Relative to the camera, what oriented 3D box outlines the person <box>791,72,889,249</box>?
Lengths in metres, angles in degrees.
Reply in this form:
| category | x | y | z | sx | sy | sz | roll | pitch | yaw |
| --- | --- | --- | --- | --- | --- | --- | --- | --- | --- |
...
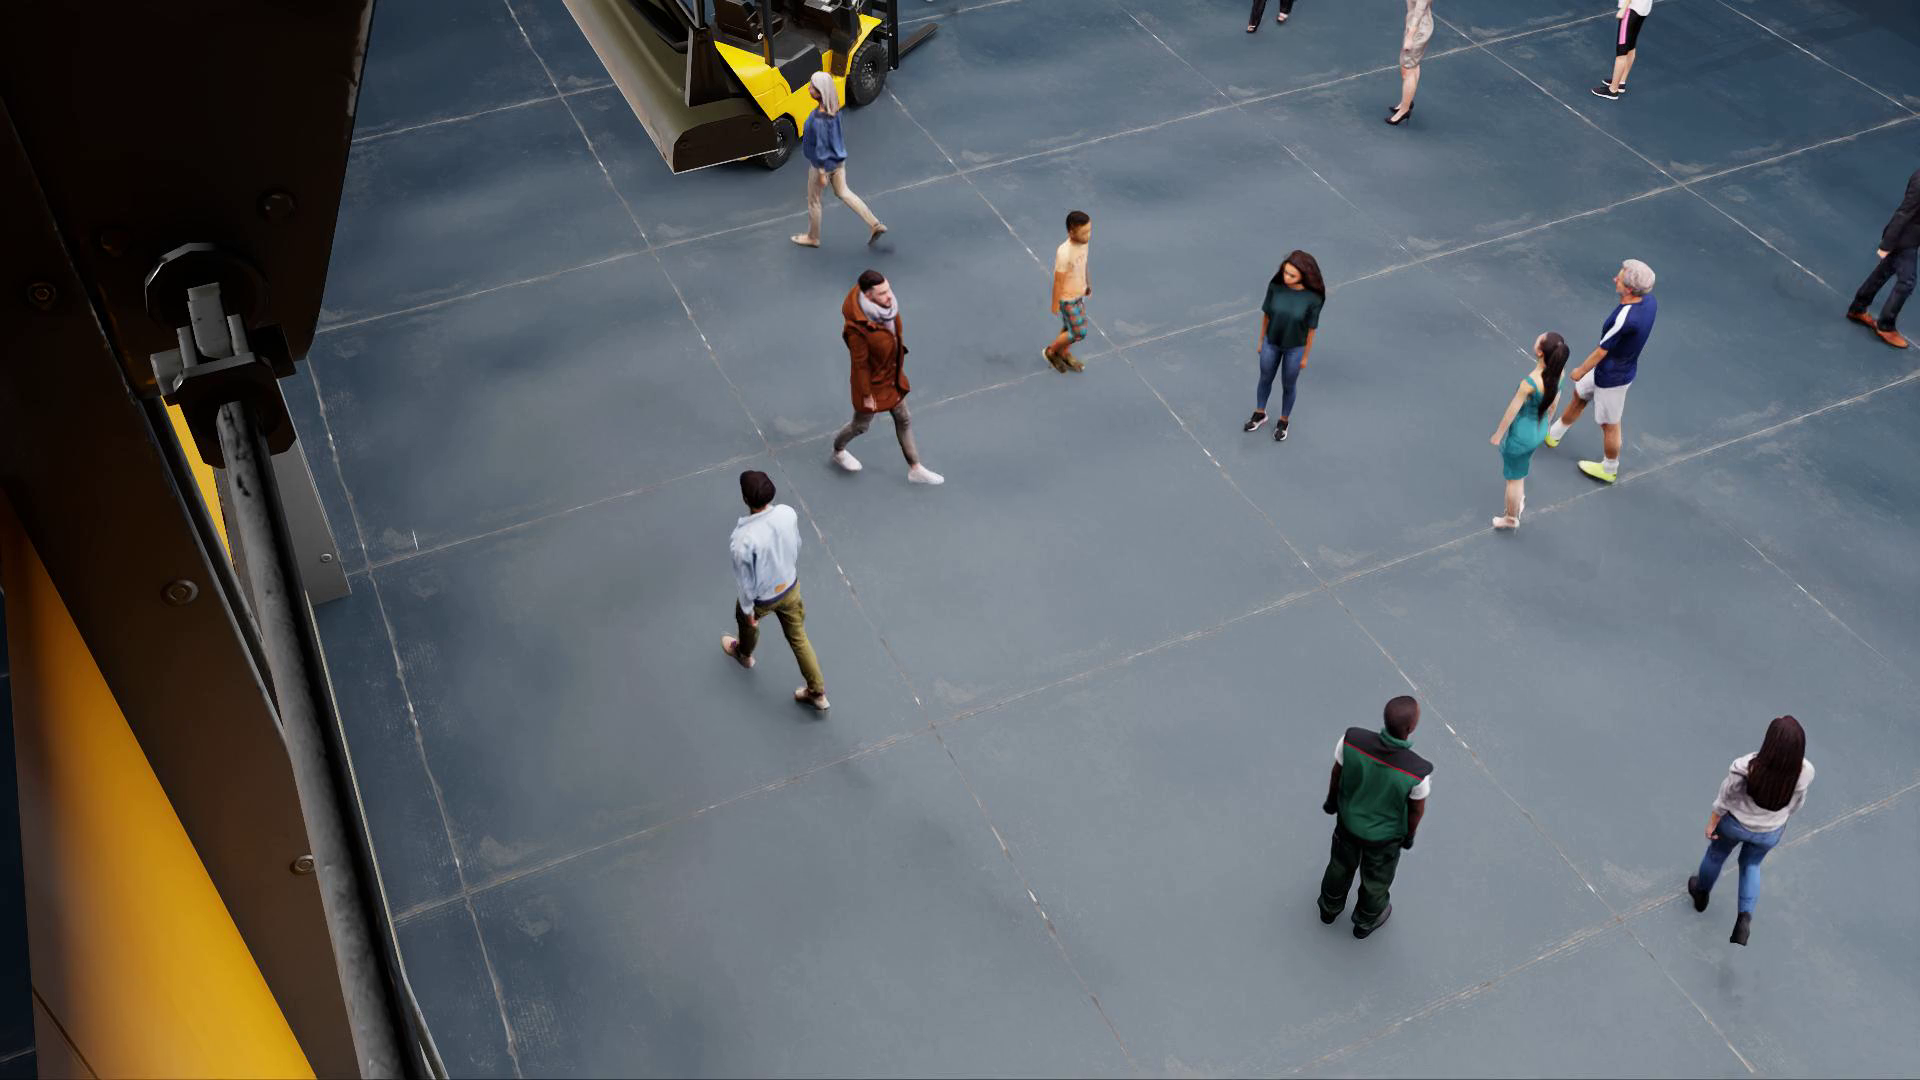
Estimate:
| category | x | y | z | sx | sy | sz | roll | pitch | yaw |
| --- | --- | --- | --- | --- | --- | --- | --- | --- | --- |
| person | -1.036 | -3.167 | 14.031 | 1.119 | 1.674 | 1.066 | 13 | 45 | 13 |

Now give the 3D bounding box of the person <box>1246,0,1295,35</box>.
| category | x | y | z | sx | sy | sz | roll | pitch | yaw |
| --- | --- | --- | --- | --- | --- | --- | --- | --- | --- |
| person | 3.353 | -6.053 | 17.100 | 1.058 | 1.619 | 1.068 | 17 | 46 | 17 |

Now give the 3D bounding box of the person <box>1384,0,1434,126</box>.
| category | x | y | z | sx | sy | sz | roll | pitch | yaw |
| --- | --- | --- | --- | --- | --- | --- | --- | --- | --- |
| person | 4.298 | -4.755 | 15.646 | 0.701 | 1.745 | 0.655 | 17 | 46 | 17 |

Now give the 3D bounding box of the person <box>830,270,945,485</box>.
| category | x | y | z | sx | sy | sz | roll | pitch | yaw |
| --- | --- | --- | --- | --- | --- | --- | --- | --- | --- |
| person | -0.671 | -1.143 | 11.819 | 1.262 | 1.794 | 1.137 | 20 | 47 | 19 |

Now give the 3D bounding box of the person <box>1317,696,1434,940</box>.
| category | x | y | z | sx | sy | sz | roll | pitch | yaw |
| --- | --- | --- | --- | --- | --- | --- | --- | --- | --- |
| person | 2.228 | 1.513 | 8.999 | 0.728 | 1.839 | 0.844 | 27 | 50 | 25 |

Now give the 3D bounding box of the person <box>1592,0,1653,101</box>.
| category | x | y | z | sx | sy | sz | roll | pitch | yaw |
| --- | --- | --- | --- | --- | --- | --- | --- | --- | --- |
| person | 6.503 | -5.113 | 15.991 | 0.646 | 1.788 | 0.670 | 33 | 53 | 30 |

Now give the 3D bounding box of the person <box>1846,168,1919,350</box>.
| category | x | y | z | sx | sy | sz | roll | pitch | yaw |
| --- | --- | --- | --- | --- | --- | --- | --- | --- | --- |
| person | 7.458 | -2.455 | 13.203 | 0.836 | 1.785 | 0.906 | -30 | 51 | -28 |

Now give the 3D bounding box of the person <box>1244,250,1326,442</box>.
| category | x | y | z | sx | sy | sz | roll | pitch | yaw |
| --- | --- | --- | --- | --- | --- | --- | --- | --- | --- |
| person | 2.404 | -1.454 | 12.274 | 0.692 | 1.616 | 0.771 | 22 | 48 | 22 |

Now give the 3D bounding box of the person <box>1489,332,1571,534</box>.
| category | x | y | z | sx | sy | sz | roll | pitch | yaw |
| --- | --- | --- | --- | --- | --- | --- | --- | --- | --- |
| person | 3.949 | -0.681 | 11.420 | 0.626 | 1.676 | 0.636 | -29 | 51 | -27 |

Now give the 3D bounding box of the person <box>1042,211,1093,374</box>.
| category | x | y | z | sx | sy | sz | roll | pitch | yaw |
| --- | --- | --- | --- | --- | --- | --- | --- | --- | --- |
| person | 0.789 | -1.924 | 12.888 | 0.738 | 1.451 | 0.682 | 19 | 47 | 19 |

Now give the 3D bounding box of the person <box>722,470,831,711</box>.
| category | x | y | z | sx | sy | sz | roll | pitch | yaw |
| --- | --- | --- | --- | --- | --- | --- | --- | --- | --- |
| person | -1.110 | 0.356 | 10.265 | 1.285 | 1.768 | 0.972 | 34 | 53 | 30 |

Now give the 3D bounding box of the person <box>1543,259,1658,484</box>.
| category | x | y | z | sx | sy | sz | roll | pitch | yaw |
| --- | --- | --- | --- | --- | --- | --- | --- | --- | --- |
| person | 4.724 | -1.146 | 11.813 | 1.101 | 1.807 | 0.947 | 23 | 48 | 23 |

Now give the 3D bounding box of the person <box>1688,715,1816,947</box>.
| category | x | y | z | sx | sy | sz | roll | pitch | yaw |
| --- | --- | --- | --- | --- | --- | --- | --- | --- | --- |
| person | 4.321 | 1.618 | 9.051 | 0.859 | 1.615 | 0.963 | 6 | 44 | 6 |
